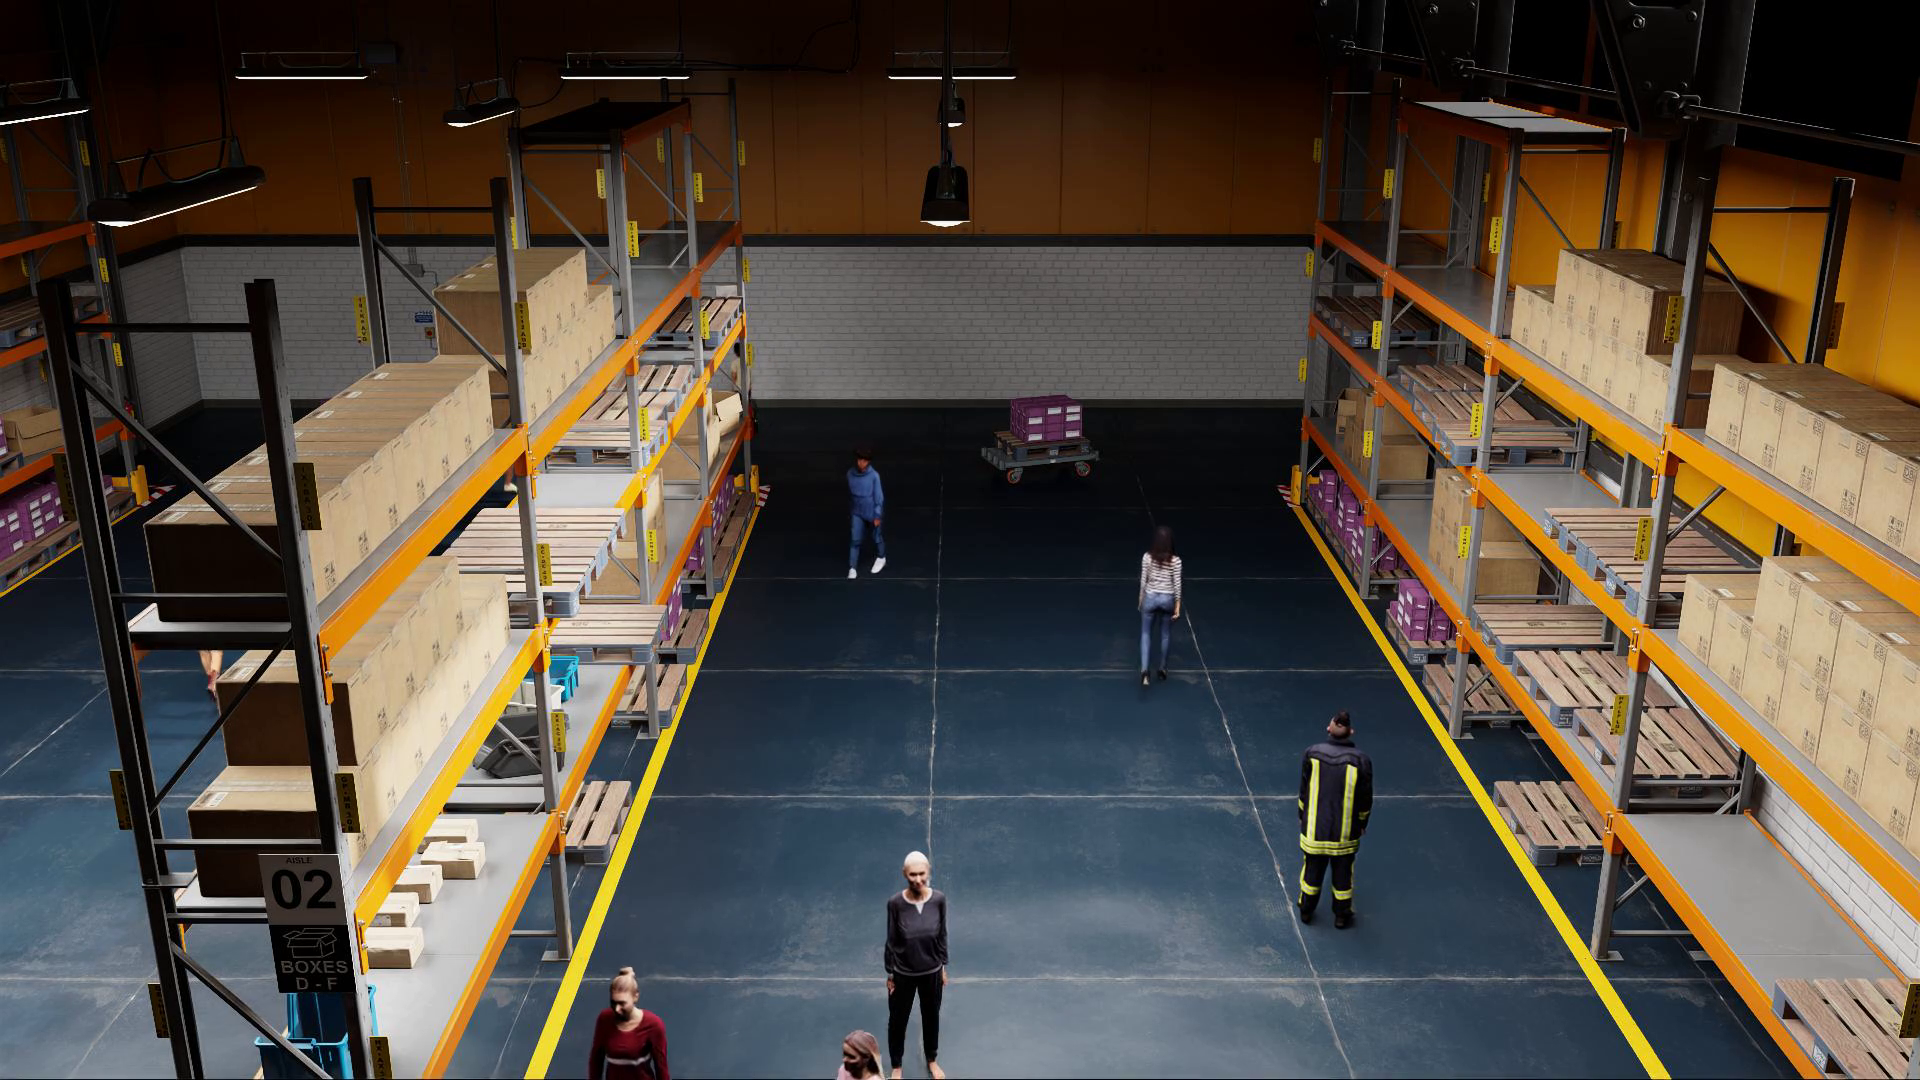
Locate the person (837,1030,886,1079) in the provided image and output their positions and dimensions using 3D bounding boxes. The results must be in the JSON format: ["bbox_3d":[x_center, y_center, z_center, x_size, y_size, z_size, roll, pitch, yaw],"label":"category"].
[{"bbox_3d":[-0.485,3.546,9.585,1.067,1.659,1.070,-15,24,-37],"label":"person"}]

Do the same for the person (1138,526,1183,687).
[{"bbox_3d":[2.109,0.724,17.769,0.707,1.785,0.845,4,19,12],"label":"person"}]

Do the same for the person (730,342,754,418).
[{"bbox_3d":[-3.641,-2.517,27.702,0.638,1.587,0.697,-18,25,-42],"label":"person"}]

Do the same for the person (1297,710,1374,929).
[{"bbox_3d":[2.959,2.203,13.262,0.817,1.858,0.794,5,19,16],"label":"person"}]

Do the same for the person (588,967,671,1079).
[{"bbox_3d":[-1.972,3.357,10.142,0.790,1.662,1.128,4,19,12],"label":"person"}]

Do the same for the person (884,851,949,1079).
[{"bbox_3d":[-0.300,2.909,11.373,0.652,1.727,0.610,-5,19,-15],"label":"person"}]

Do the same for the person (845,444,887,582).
[{"bbox_3d":[-1.158,-0.384,21.079,0.964,1.771,1.245,9,20,24],"label":"person"}]
